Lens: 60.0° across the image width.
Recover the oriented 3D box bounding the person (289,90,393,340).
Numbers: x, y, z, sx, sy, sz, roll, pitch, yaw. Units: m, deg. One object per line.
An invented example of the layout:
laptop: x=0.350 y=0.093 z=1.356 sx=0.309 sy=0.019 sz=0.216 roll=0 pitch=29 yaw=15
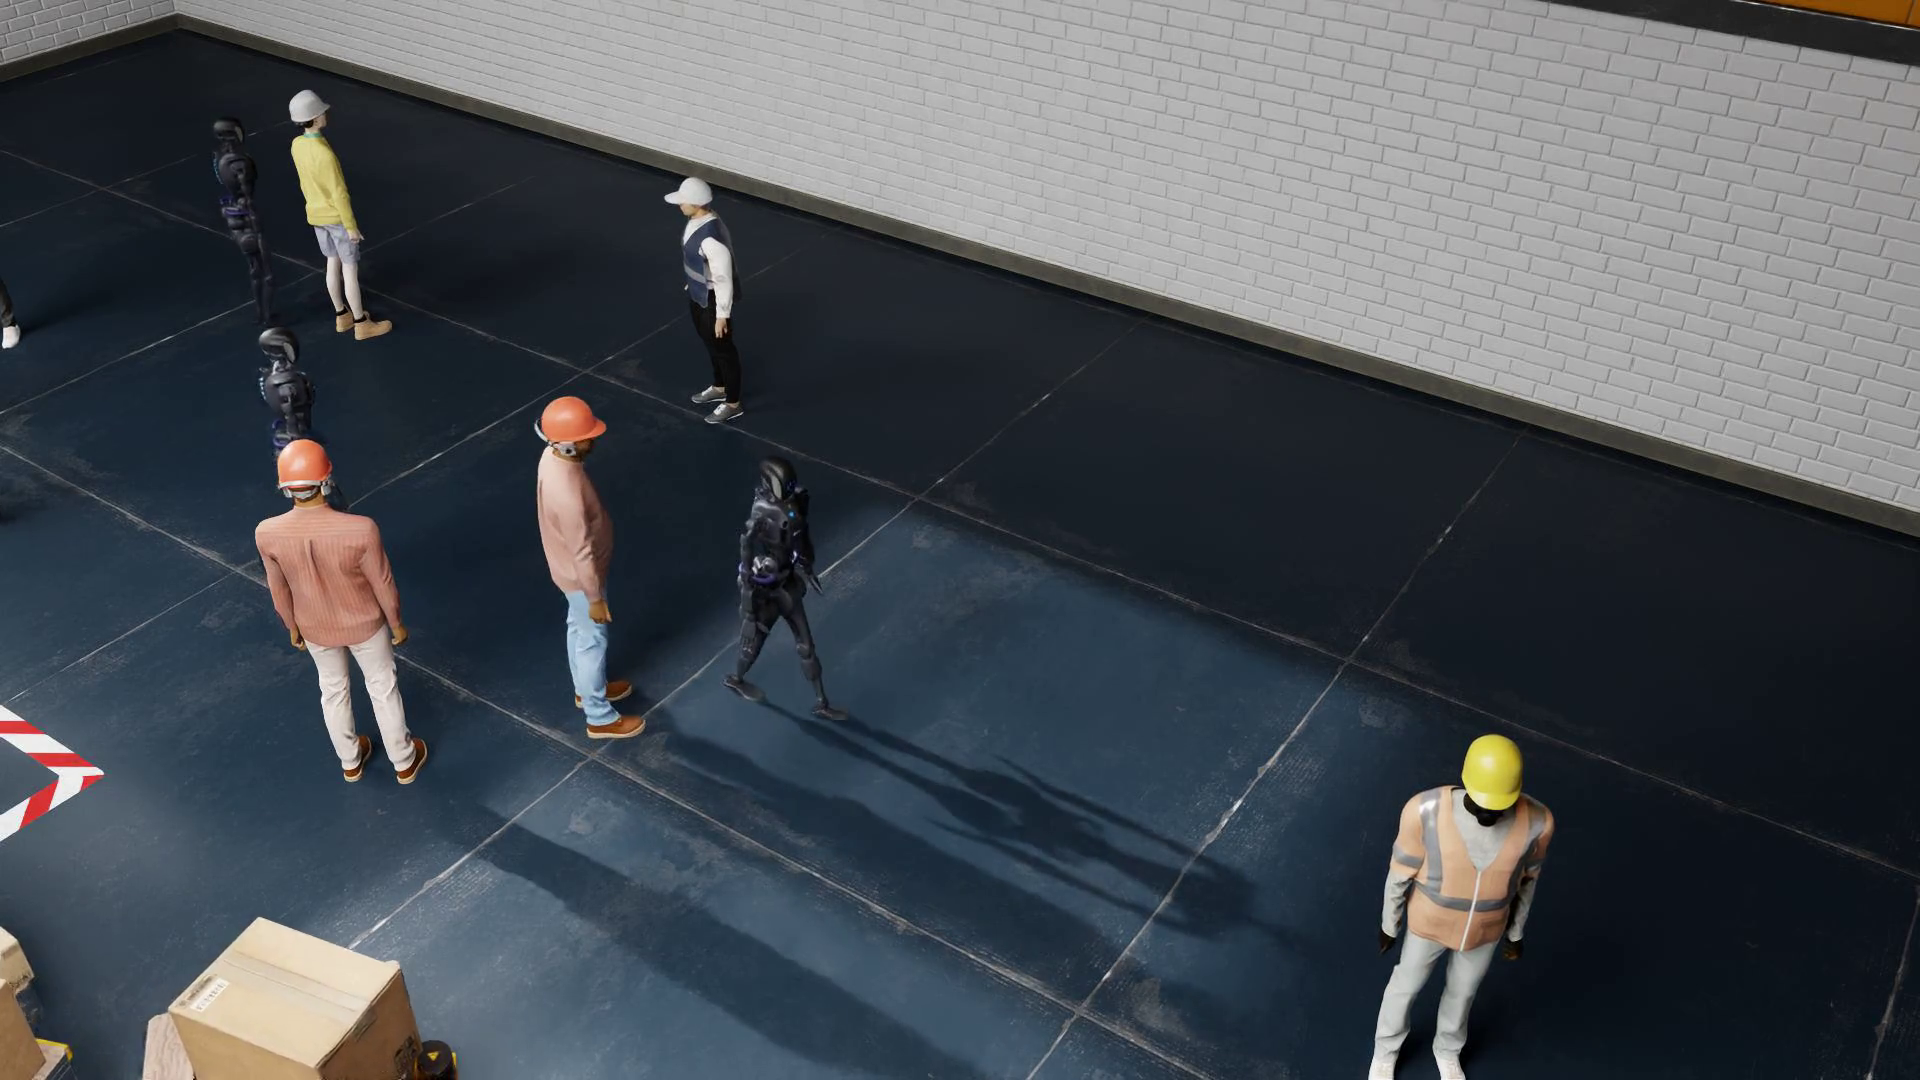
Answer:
person: x=-4.618 y=-2.373 z=12.239 sx=0.472 sy=1.895 sz=0.385 roll=24 pitch=42 yaw=30

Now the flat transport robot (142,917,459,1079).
flat transport robot: x=-2.754 y=2.487 z=6.709 sx=1.431 sy=0.231 sz=0.659 roll=-10 pitch=36 yaw=-14

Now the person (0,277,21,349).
person: x=-7.297 y=-2.264 z=12.103 sx=0.517 sy=1.873 sz=0.336 roll=-1 pitch=35 yaw=-1

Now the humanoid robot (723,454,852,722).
humanoid robot: x=-0.956 y=0.258 z=8.708 sx=0.795 sy=1.619 sz=0.612 roll=20 pitch=40 yaw=26

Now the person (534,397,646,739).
person: x=-1.920 y=0.142 z=8.557 sx=0.393 sy=1.992 sz=0.620 roll=-12 pitch=37 yaw=-17

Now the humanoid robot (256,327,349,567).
humanoid robot: x=-3.928 y=-0.512 z=9.784 sx=0.668 sy=1.638 sz=0.613 roll=-12 pitch=37 yaw=-16

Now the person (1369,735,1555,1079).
person: x=1.982 y=1.522 z=6.643 sx=0.593 sy=1.925 sz=0.366 roll=2 pitch=35 yaw=3

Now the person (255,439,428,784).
person: x=-3.043 y=0.388 z=8.218 sx=0.610 sy=1.986 sz=0.401 roll=0 pitch=35 yaw=0

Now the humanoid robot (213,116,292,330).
humanoid robot: x=-5.322 y=-2.363 z=12.414 sx=0.323 sy=1.648 sz=0.602 roll=-19 pitch=39 yaw=-25

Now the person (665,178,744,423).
person: x=-1.699 y=-1.635 z=11.300 sx=0.439 sy=1.755 sz=0.772 roll=-14 pitch=37 yaw=-19

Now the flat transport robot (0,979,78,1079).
flat transport robot: x=-4.313 y=2.530 z=6.648 sx=0.659 sy=0.231 sz=1.431 roll=7 pitch=36 yaw=11
